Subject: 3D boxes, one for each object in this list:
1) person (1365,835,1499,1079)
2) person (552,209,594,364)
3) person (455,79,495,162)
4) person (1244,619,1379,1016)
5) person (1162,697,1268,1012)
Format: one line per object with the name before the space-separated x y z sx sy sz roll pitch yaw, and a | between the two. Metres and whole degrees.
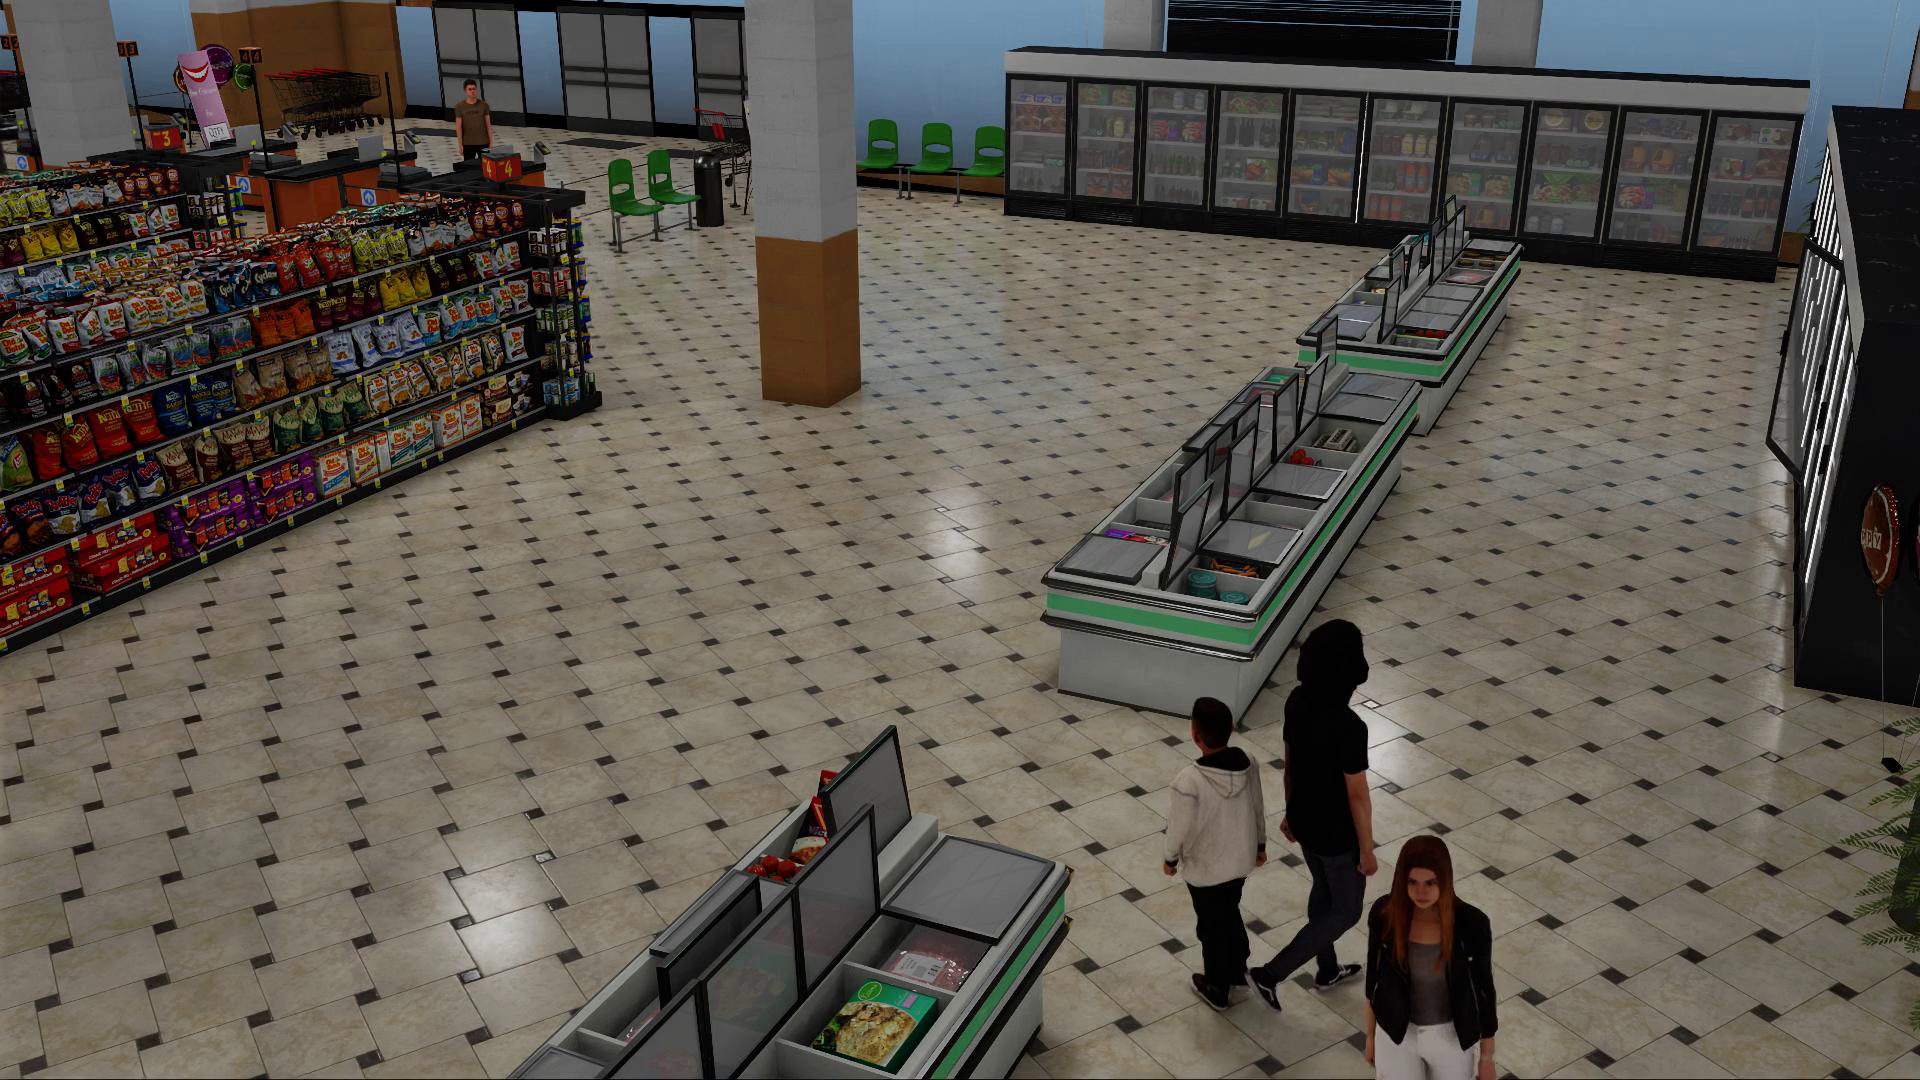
person | 1.644 1.735 5.869 0.671 1.669 1.031 8 23 18
person | -3.811 -2.552 16.596 0.780 1.626 0.723 -8 23 -20
person | -7.104 -5.812 24.411 0.730 1.849 0.807 -9 24 -22
person | 1.493 1.205 6.989 1.069 1.817 0.988 -10 24 -22
person | 1.130 1.387 7.048 0.649 1.435 0.741 -12 25 -27
